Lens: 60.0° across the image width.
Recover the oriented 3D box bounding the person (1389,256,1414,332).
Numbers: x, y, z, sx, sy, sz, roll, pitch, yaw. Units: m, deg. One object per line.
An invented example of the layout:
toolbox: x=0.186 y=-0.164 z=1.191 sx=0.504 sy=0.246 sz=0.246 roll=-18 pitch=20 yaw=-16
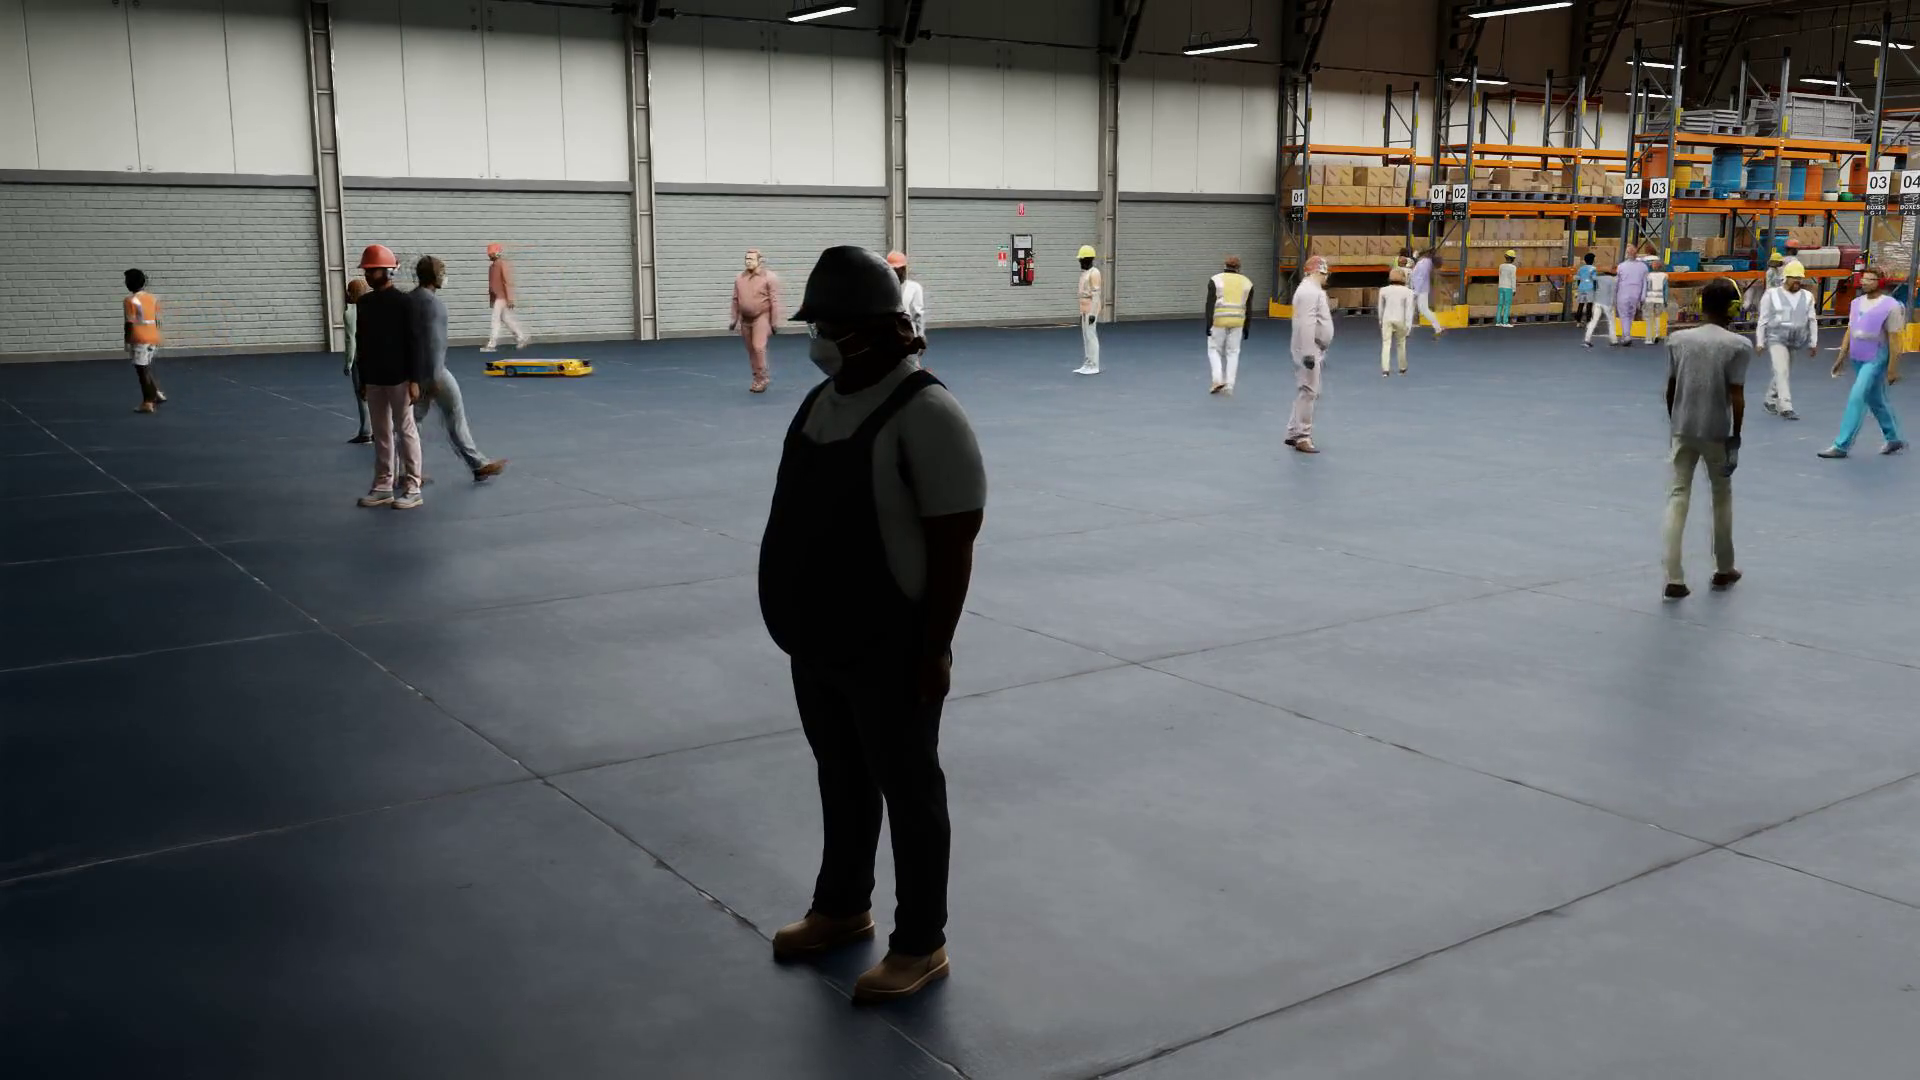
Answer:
person: x=9.521 y=-5.298 z=35.905 sx=0.523 sy=1.640 sz=0.306 roll=2 pitch=10 yaw=9

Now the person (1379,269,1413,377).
person: x=6.444 y=-3.216 z=24.637 sx=0.506 sy=1.585 sz=0.868 roll=5 pitch=11 yaw=24

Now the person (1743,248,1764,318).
person: x=19.015 y=-6.089 z=39.770 sx=0.837 sy=1.818 sz=0.632 roll=-8 pitch=13 yaw=-37

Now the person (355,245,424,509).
person: x=-4.353 y=-1.228 z=12.642 sx=0.619 sy=1.995 sz=0.392 roll=5 pitch=12 yaw=27

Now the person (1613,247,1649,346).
person: x=12.615 y=-4.590 z=31.398 sx=0.653 sy=1.874 sz=0.879 roll=0 pitch=10 yaw=-1

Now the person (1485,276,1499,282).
person: x=13.303 y=-6.406 z=41.414 sx=0.326 sy=1.843 sz=0.516 roll=-7 pitch=13 yaw=-35

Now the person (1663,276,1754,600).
person: x=4.318 y=-0.587 z=9.585 sx=0.494 sy=1.827 sz=0.905 roll=9 pitch=14 yaw=42

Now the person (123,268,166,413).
person: x=-9.592 y=-2.327 z=19.460 sx=0.366 sy=1.685 sz=0.551 roll=1 pitch=10 yaw=6

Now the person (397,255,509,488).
person: x=-4.270 y=-1.391 z=13.768 sx=0.976 sy=1.894 sz=0.653 roll=-8 pitch=13 yaw=-37

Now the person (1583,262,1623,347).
person: x=12.020 y=-4.380 z=31.021 sx=0.860 sy=1.584 sz=0.498 roll=-5 pitch=12 yaw=-27

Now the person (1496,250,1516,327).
person: x=12.490 y=-5.729 z=37.946 sx=0.339 sy=1.757 sz=0.519 roll=-5 pitch=12 yaw=-27

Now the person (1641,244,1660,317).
person: x=17.013 y=-6.322 z=40.876 sx=0.458 sy=1.869 sz=0.614 roll=-7 pitch=13 yaw=-35

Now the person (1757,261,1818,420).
person: x=9.450 y=-2.286 z=19.006 sx=0.611 sy=1.786 sz=0.943 roll=0 pitch=10 yaw=-1

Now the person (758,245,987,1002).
person: x=-0.287 y=0.225 z=4.525 sx=0.536 sy=2.000 sz=0.688 roll=-8 pitch=13 yaw=-39

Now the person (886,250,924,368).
person: x=-0.664 y=-2.244 z=18.399 sx=0.543 sy=1.920 sz=0.786 roll=0 pitch=10 yaw=1

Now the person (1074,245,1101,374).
person: x=1.912 y=-3.450 z=24.988 sx=0.387 sy=1.922 sz=0.593 roll=-2 pitch=11 yaw=-11

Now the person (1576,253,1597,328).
person: x=14.130 y=-5.611 z=37.473 sx=0.320 sy=1.692 sz=0.531 roll=-6 pitch=12 yaw=-29

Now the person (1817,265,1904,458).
person: x=8.533 y=-1.665 z=15.552 sx=0.971 sy=1.807 sz=0.562 roll=-1 pitch=10 yaw=-7

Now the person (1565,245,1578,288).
person: x=17.259 y=-7.359 z=46.660 sx=0.895 sy=1.854 sz=0.577 roll=-10 pitch=14 yaw=-44

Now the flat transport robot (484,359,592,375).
flat transport robot: x=-6.270 y=-2.574 z=24.725 sx=1.431 sy=0.197 sz=0.652 roll=1 pitch=10 yaw=3

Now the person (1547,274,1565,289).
person: x=16.103 y=-7.006 z=44.922 sx=0.321 sy=1.767 sz=0.533 roll=-7 pitch=13 yaw=-34

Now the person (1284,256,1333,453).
person: x=3.373 y=-1.784 z=16.036 sx=0.428 sy=1.876 sz=0.731 roll=3 pitch=11 yaw=15

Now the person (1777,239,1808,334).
person: x=16.971 y=-5.124 z=33.967 sx=1.049 sy=1.990 sz=0.636 roll=-2 pitch=11 yaw=-10

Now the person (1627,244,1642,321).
person: x=14.875 y=-5.627 z=37.011 sx=0.878 sy=1.884 sz=0.582 roll=-10 pitch=14 yaw=-42

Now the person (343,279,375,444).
person: x=-5.964 y=-1.779 z=16.627 sx=0.282 sy=1.633 sz=0.500 roll=4 pitch=11 yaw=20

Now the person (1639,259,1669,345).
person: x=13.268 y=-4.555 z=31.846 sx=0.545 sy=1.622 sz=0.378 roll=0 pitch=10 yaw=-2

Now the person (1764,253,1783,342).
person: x=15.981 y=-4.769 z=32.716 sx=0.317 sy=1.743 sz=0.488 roll=9 pitch=14 yaw=42

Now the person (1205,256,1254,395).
person: x=3.502 y=-2.796 z=21.732 sx=0.656 sy=1.808 sz=0.474 roll=-1 pitch=10 yaw=-8

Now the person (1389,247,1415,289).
person: x=10.538 y=-6.049 z=39.588 sx=0.626 sy=1.797 sz=0.920 roll=6 pitch=12 yaw=28

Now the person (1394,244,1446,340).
person: x=9.206 y=-4.920 z=33.100 sx=0.952 sy=1.911 sz=0.628 roll=0 pitch=10 yaw=1

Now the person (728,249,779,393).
person: x=-2.767 y=-2.903 z=22.078 sx=0.640 sy=1.888 sz=0.724 roll=5 pitch=11 yaw=25

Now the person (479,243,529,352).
person: x=-8.264 y=-4.388 z=30.058 sx=0.960 sy=1.963 sz=0.633 roll=-8 pitch=13 yaw=-39
